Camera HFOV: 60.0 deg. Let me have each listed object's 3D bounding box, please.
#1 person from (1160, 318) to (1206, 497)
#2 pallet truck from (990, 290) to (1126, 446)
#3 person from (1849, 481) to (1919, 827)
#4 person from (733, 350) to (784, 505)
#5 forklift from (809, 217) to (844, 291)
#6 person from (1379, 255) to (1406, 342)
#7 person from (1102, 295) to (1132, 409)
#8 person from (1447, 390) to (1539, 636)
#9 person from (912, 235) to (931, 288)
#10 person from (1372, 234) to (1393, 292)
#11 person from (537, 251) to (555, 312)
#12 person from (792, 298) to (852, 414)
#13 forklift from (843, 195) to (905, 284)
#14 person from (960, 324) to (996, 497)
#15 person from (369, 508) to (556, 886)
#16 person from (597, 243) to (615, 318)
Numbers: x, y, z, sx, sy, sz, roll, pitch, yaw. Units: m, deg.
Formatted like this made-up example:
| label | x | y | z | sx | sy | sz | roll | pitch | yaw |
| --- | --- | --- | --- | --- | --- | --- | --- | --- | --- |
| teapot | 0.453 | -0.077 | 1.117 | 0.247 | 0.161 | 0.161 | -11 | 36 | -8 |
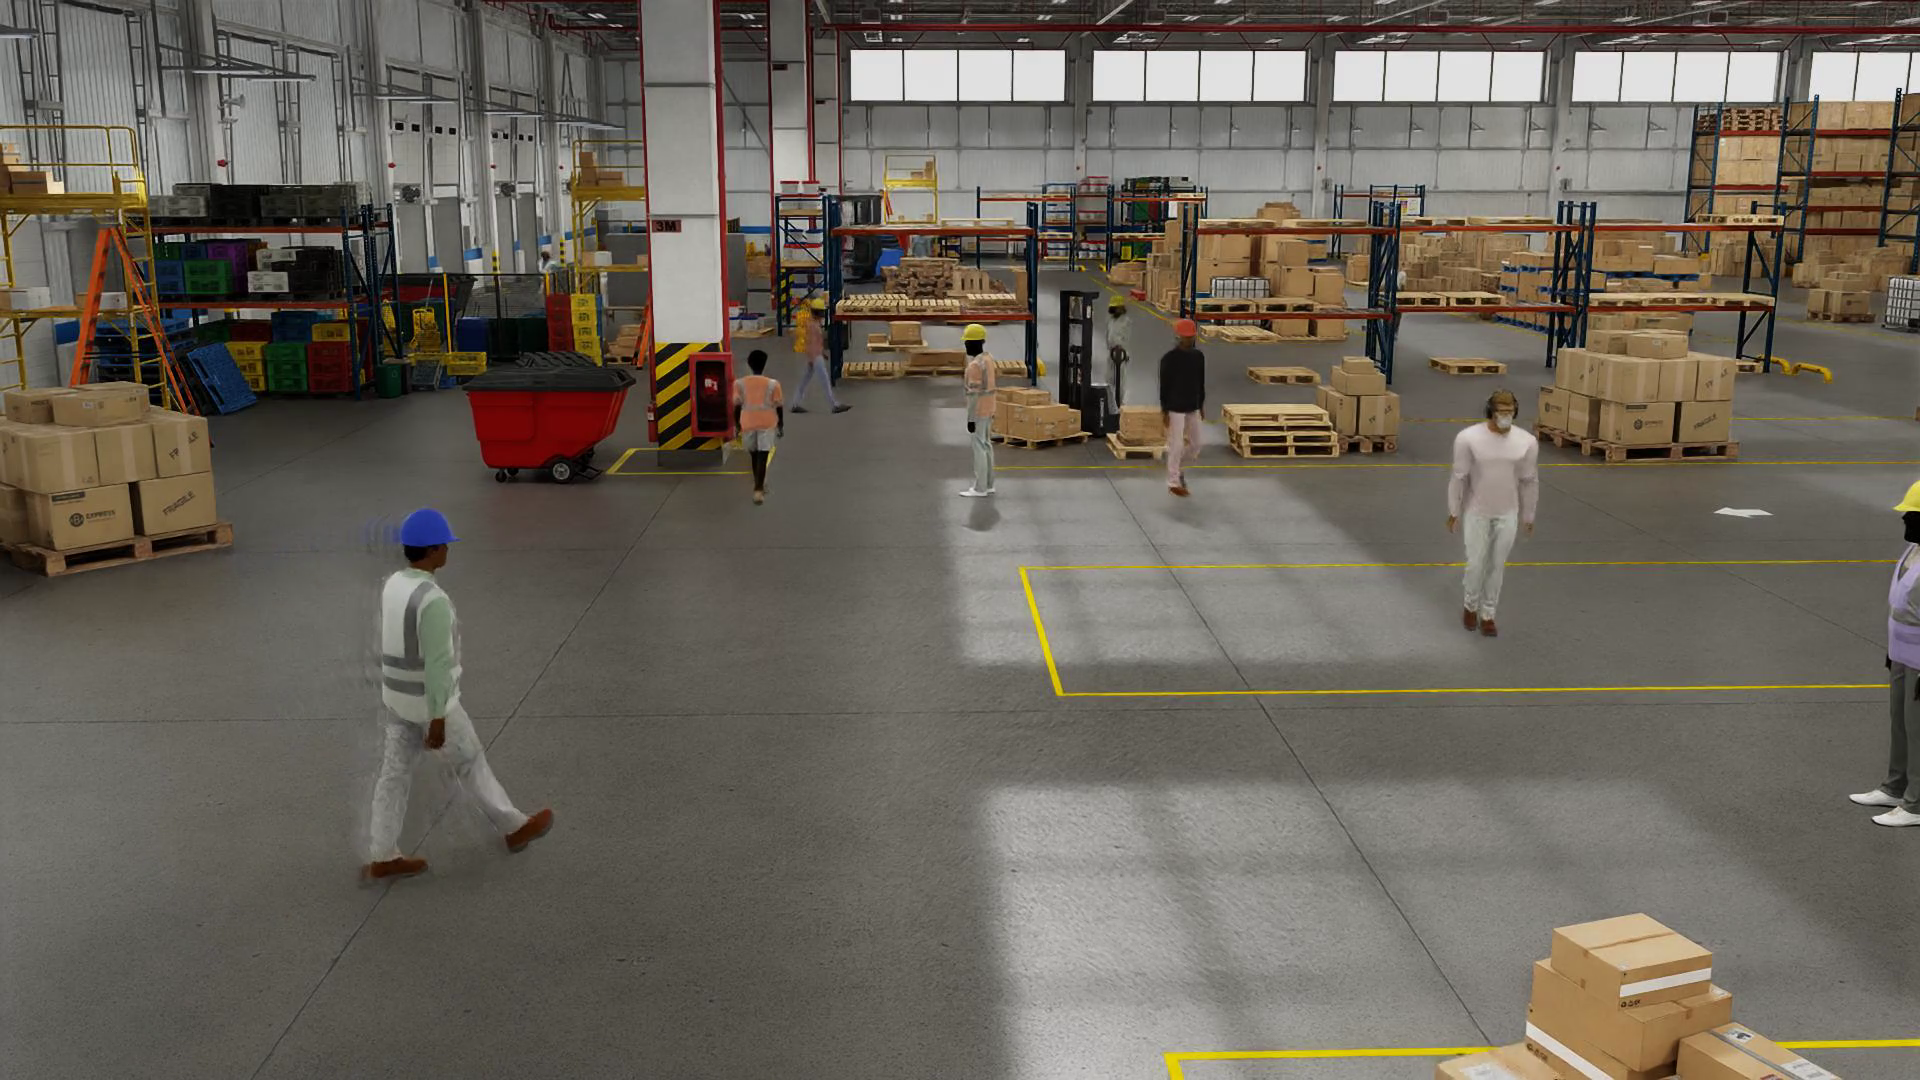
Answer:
| label | x | y | z | sx | sy | sz | roll | pitch | yaw |
| --- | --- | --- | --- | --- | --- | --- | --- | --- | --- |
| person | 2.458 | -1.454 | 18.332 | 0.642 | 1.978 | 0.431 | -8 | 15 | -32 |
| pallet truck | 1.257 | -2.299 | 22.111 | 1.885 | 1.965 | 0.823 | -9 | 15 | -35 |
| person | 5.221 | 0.619 | 9.099 | 0.366 | 1.927 | 0.585 | 2 | 13 | 10 |
| person | -2.187 | -1.235 | 18.080 | 0.538 | 1.655 | 0.882 | 2 | 13 | 7 |
| forklift | -4.375 | -8.619 | 48.637 | 1.873 | 2.768 | 1.129 | 0 | 12 | -2 |
| person | 9.095 | -5.071 | 34.985 | 0.551 | 1.834 | 0.432 | 5 | 13 | 20 |
| person | 2.359 | -2.818 | 25.076 | 0.485 | 1.730 | 0.347 | 11 | 17 | 41 |
| person | 4.100 | -0.197 | 12.783 | 0.658 | 1.924 | 0.443 | 1 | 13 | 3 |
| person | -1.221 | -8.751 | 51.401 | 0.657 | 1.927 | 0.429 | 6 | 14 | 25 |
| person | 12.099 | -7.901 | 47.679 | 0.603 | 1.867 | 0.921 | 1 | 13 | 3 |
| person | -10.280 | -6.347 | 41.219 | 0.546 | 1.618 | 0.526 | 4 | 13 | 18 |
| person | -2.094 | -2.716 | 24.625 | 0.898 | 1.719 | 0.538 | -1 | 13 | -6 |
| forklift | -2.798 | -9.611 | 53.114 | 1.873 | 2.768 | 1.129 | -7 | 14 | -28 |
| person | 0.195 | -1.422 | 18.341 | 0.389 | 1.922 | 0.589 | 4 | 13 | 18 |
| person | -2.606 | 0.767 | 8.474 | 1.013 | 1.893 | 0.624 | -12 | 17 | -42 |
| person | -8.606 | -6.385 | 40.854 | 0.600 | 1.863 | 0.507 | 2 | 13 | 7 |
